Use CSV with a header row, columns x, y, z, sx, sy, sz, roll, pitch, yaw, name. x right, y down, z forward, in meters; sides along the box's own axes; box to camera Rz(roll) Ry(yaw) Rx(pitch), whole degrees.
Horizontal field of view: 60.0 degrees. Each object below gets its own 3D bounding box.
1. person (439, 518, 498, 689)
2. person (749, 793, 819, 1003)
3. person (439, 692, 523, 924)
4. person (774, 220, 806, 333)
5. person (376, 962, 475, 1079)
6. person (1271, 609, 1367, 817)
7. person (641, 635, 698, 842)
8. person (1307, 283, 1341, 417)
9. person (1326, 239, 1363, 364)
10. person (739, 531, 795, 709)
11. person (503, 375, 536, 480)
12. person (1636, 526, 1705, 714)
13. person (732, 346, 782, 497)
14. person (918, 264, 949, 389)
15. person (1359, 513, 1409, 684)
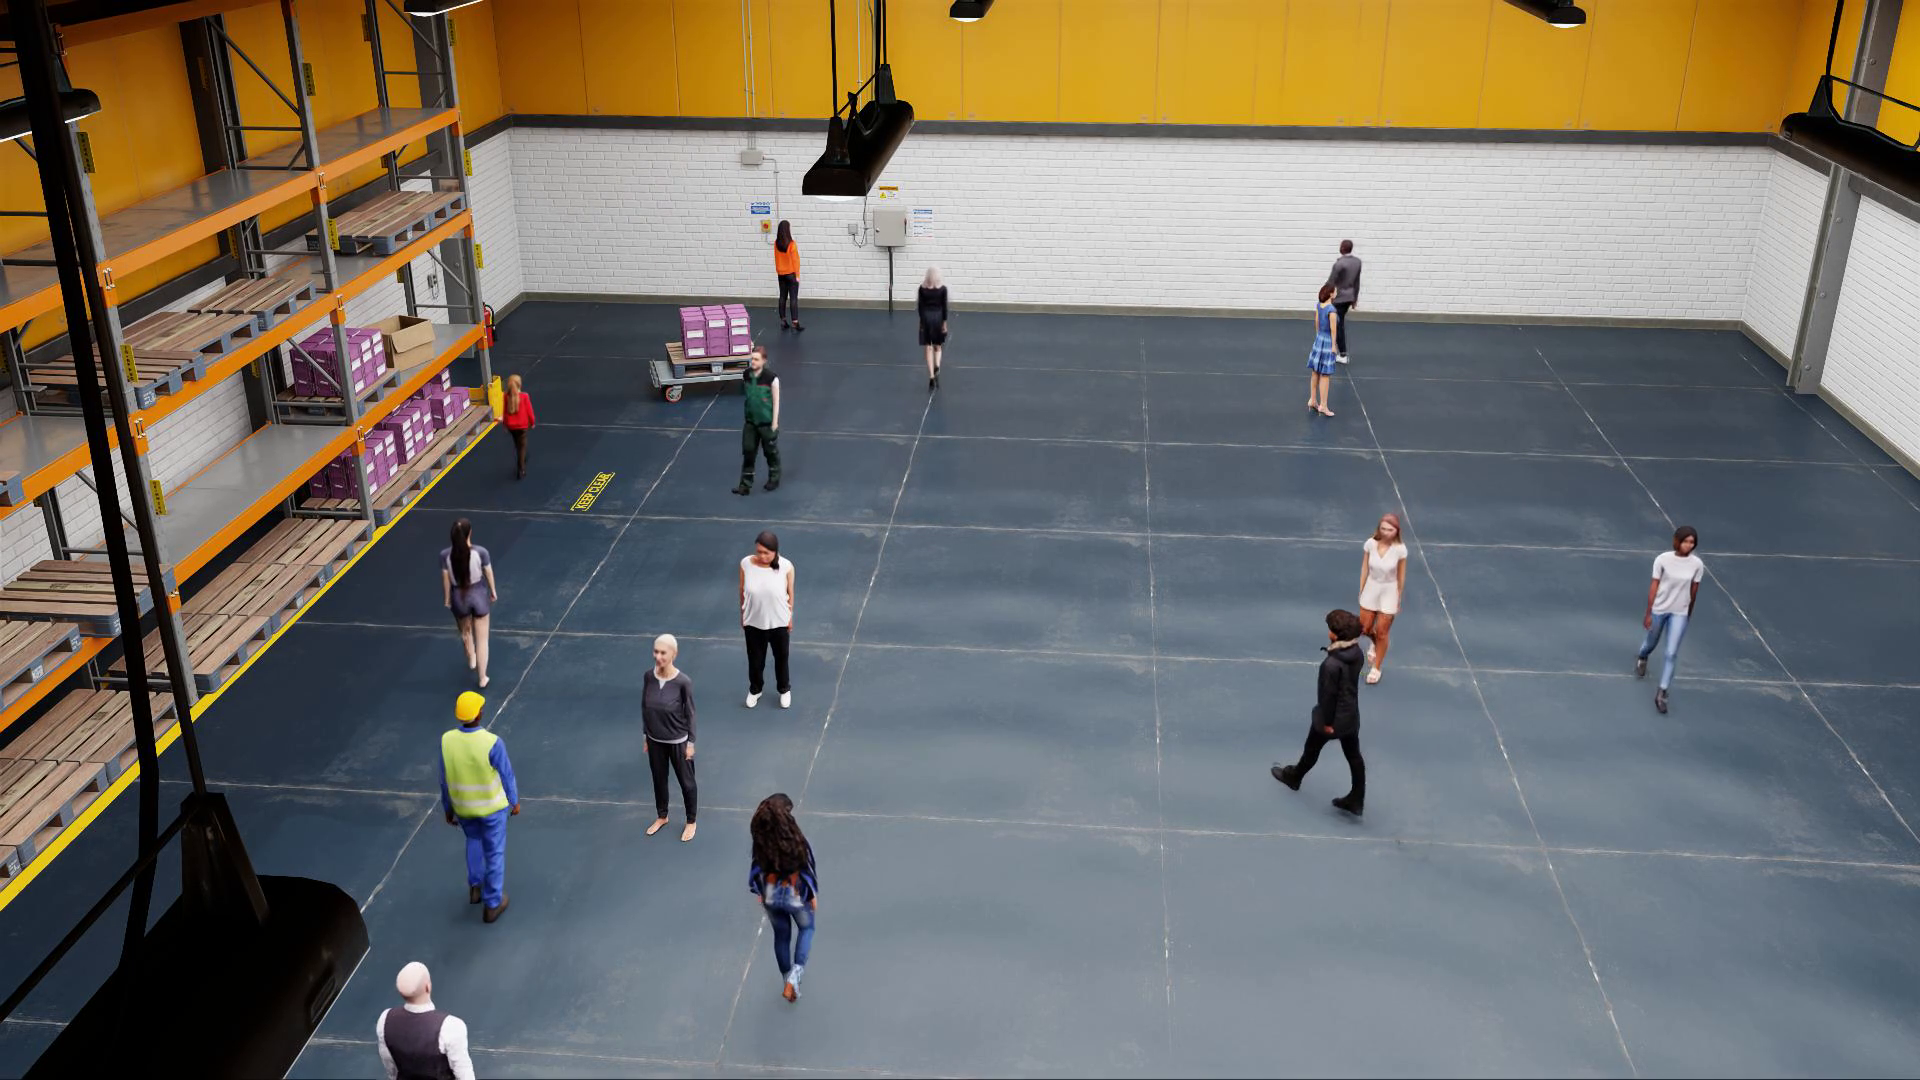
x,y,z,sx,sy,sz,roll,pitch,yaw,name
-4.499,0.606,15.253,0.707,1.629,0.884,-3,24,-7,person
-1.168,2.434,11.097,0.634,1.609,0.626,3,24,7,person
-3.490,1.950,11.965,0.672,1.801,0.640,3,24,6,person
-2.686,-4.125,25.928,0.708,1.749,0.731,18,29,35,person
-2.924,3.156,9.189,0.743,1.815,0.763,5,24,10,person
3.085,1.420,13.269,1.104,1.727,1.133,-21,31,-39,person
-2.276,1.526,13.029,0.641,1.724,0.586,7,25,15,person
4.891,-2.556,22.265,0.806,1.806,0.658,-8,25,-17,person
5.638,-3.489,24.406,1.003,1.801,1.074,-15,28,-31,person
-1.733,0.699,14.962,0.640,1.692,0.585,2,24,4,person
-5.388,-1.366,20.224,0.516,1.261,0.819,3,24,6,person
6.394,0.647,15.080,0.722,1.692,1.111,6,24,14,person
-2.306,-1.435,19.696,0.891,1.812,1.095,11,26,24,person
-0.395,-2.963,23.337,0.636,1.694,1.162,0,24,0,person
3.950,0.495,15.444,0.731,1.680,0.848,12,26,26,person
